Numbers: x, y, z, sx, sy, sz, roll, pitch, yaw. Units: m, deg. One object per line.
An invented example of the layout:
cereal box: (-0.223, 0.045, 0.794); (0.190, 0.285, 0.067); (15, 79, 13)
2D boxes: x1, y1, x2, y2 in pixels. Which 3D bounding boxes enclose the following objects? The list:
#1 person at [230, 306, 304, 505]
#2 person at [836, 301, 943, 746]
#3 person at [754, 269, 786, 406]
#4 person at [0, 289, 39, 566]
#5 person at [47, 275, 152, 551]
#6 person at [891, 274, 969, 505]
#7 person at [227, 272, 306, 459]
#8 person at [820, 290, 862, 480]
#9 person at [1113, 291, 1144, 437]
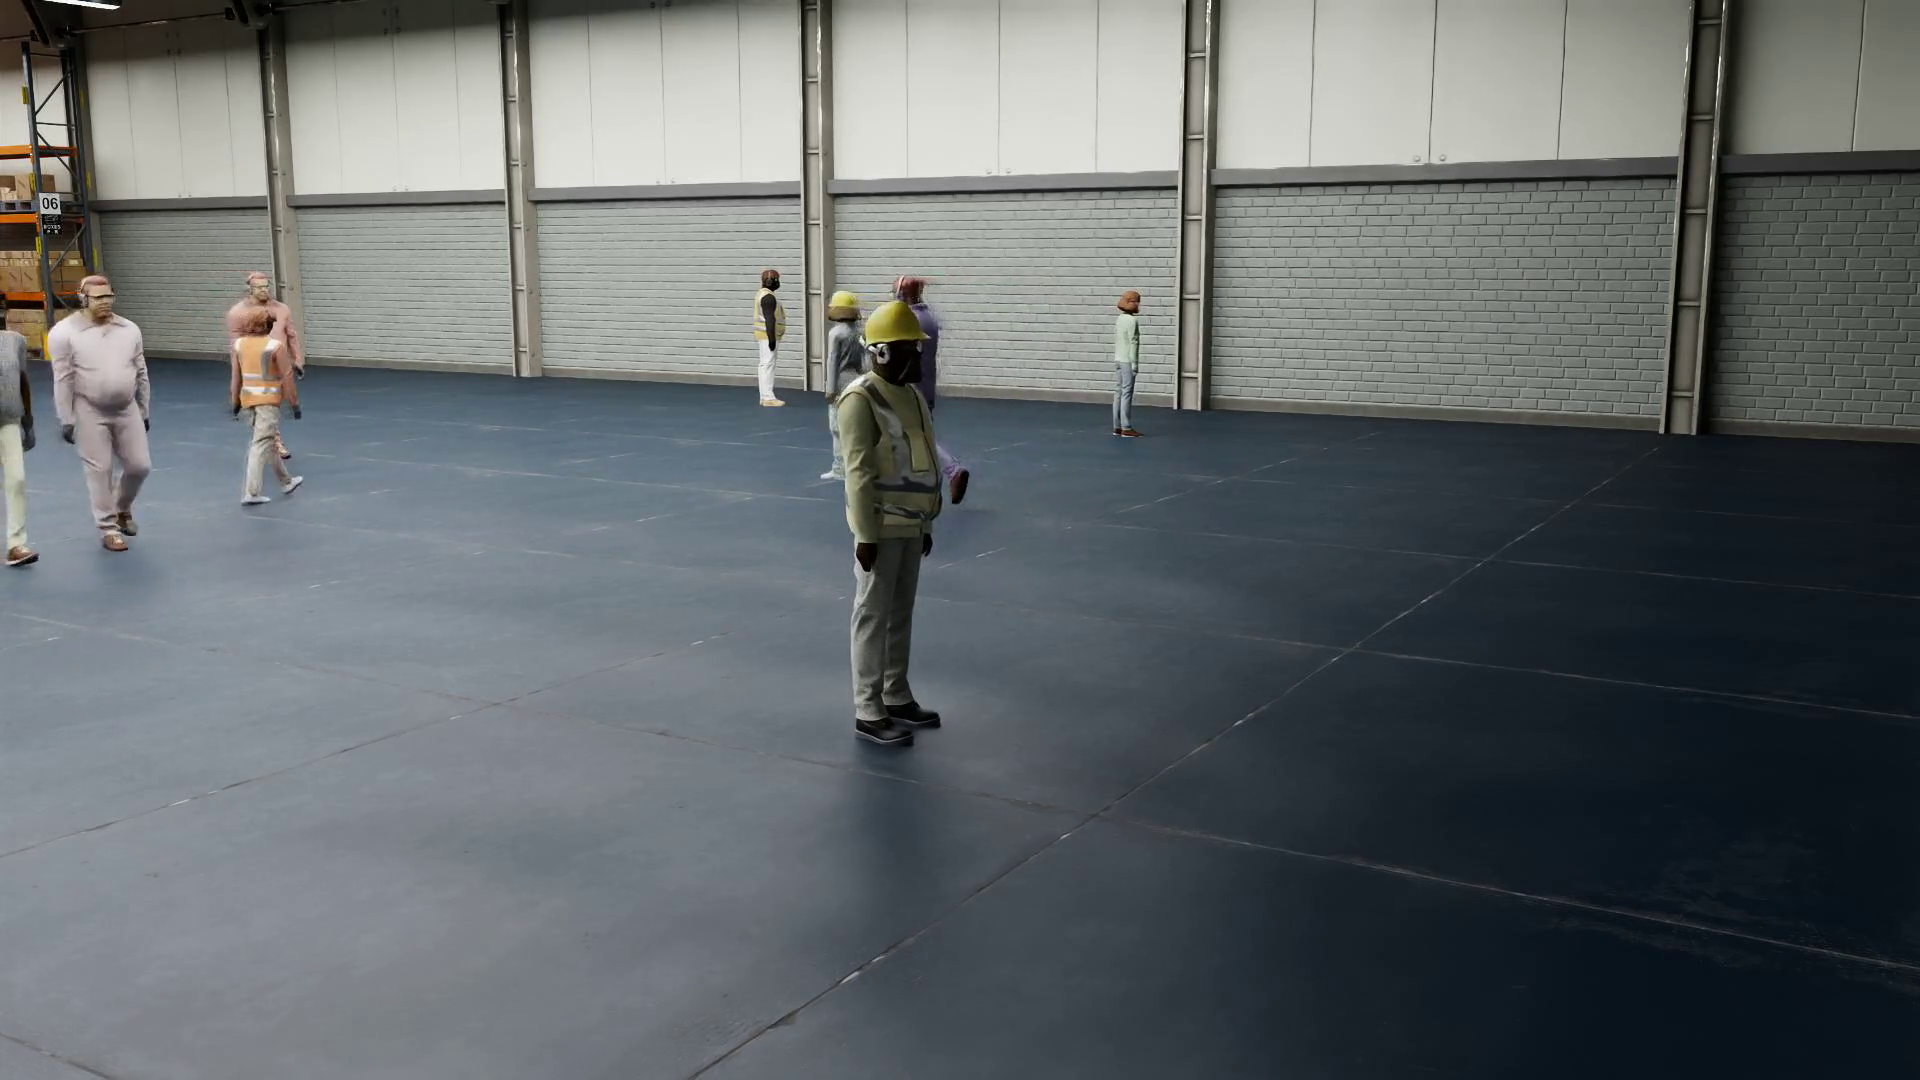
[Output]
person: (-5.680, -1.118, 13.738); (0.543, 1.595, 0.834); (4, 10, 21)
person: (-0.274, -0.077, 6.984); (0.403, 1.837, 0.588); (4, 11, 23)
person: (-2.567, -2.730, 22.504); (0.430, 1.844, 0.624); (-2, 10, -13)
person: (-6.327, -0.735, 10.883); (0.555, 1.824, 0.919); (-9, 13, -43)
person: (-5.919, -0.877, 11.509); (0.500, 1.892, 0.659); (8, 13, 39)
person: (-0.347, -1.162, 13.213); (0.736, 1.887, 0.650); (5, 11, 25)
person: (-7.043, -1.777, 16.877); (0.985, 1.867, 0.636); (8, 12, 39)
person: (-0.978, -1.369, 14.891); (0.624, 1.719, 0.489); (4, 10, 21)
person: (1.889, -1.979, 18.718); (0.286, 1.631, 0.501); (-3, 10, -15)
